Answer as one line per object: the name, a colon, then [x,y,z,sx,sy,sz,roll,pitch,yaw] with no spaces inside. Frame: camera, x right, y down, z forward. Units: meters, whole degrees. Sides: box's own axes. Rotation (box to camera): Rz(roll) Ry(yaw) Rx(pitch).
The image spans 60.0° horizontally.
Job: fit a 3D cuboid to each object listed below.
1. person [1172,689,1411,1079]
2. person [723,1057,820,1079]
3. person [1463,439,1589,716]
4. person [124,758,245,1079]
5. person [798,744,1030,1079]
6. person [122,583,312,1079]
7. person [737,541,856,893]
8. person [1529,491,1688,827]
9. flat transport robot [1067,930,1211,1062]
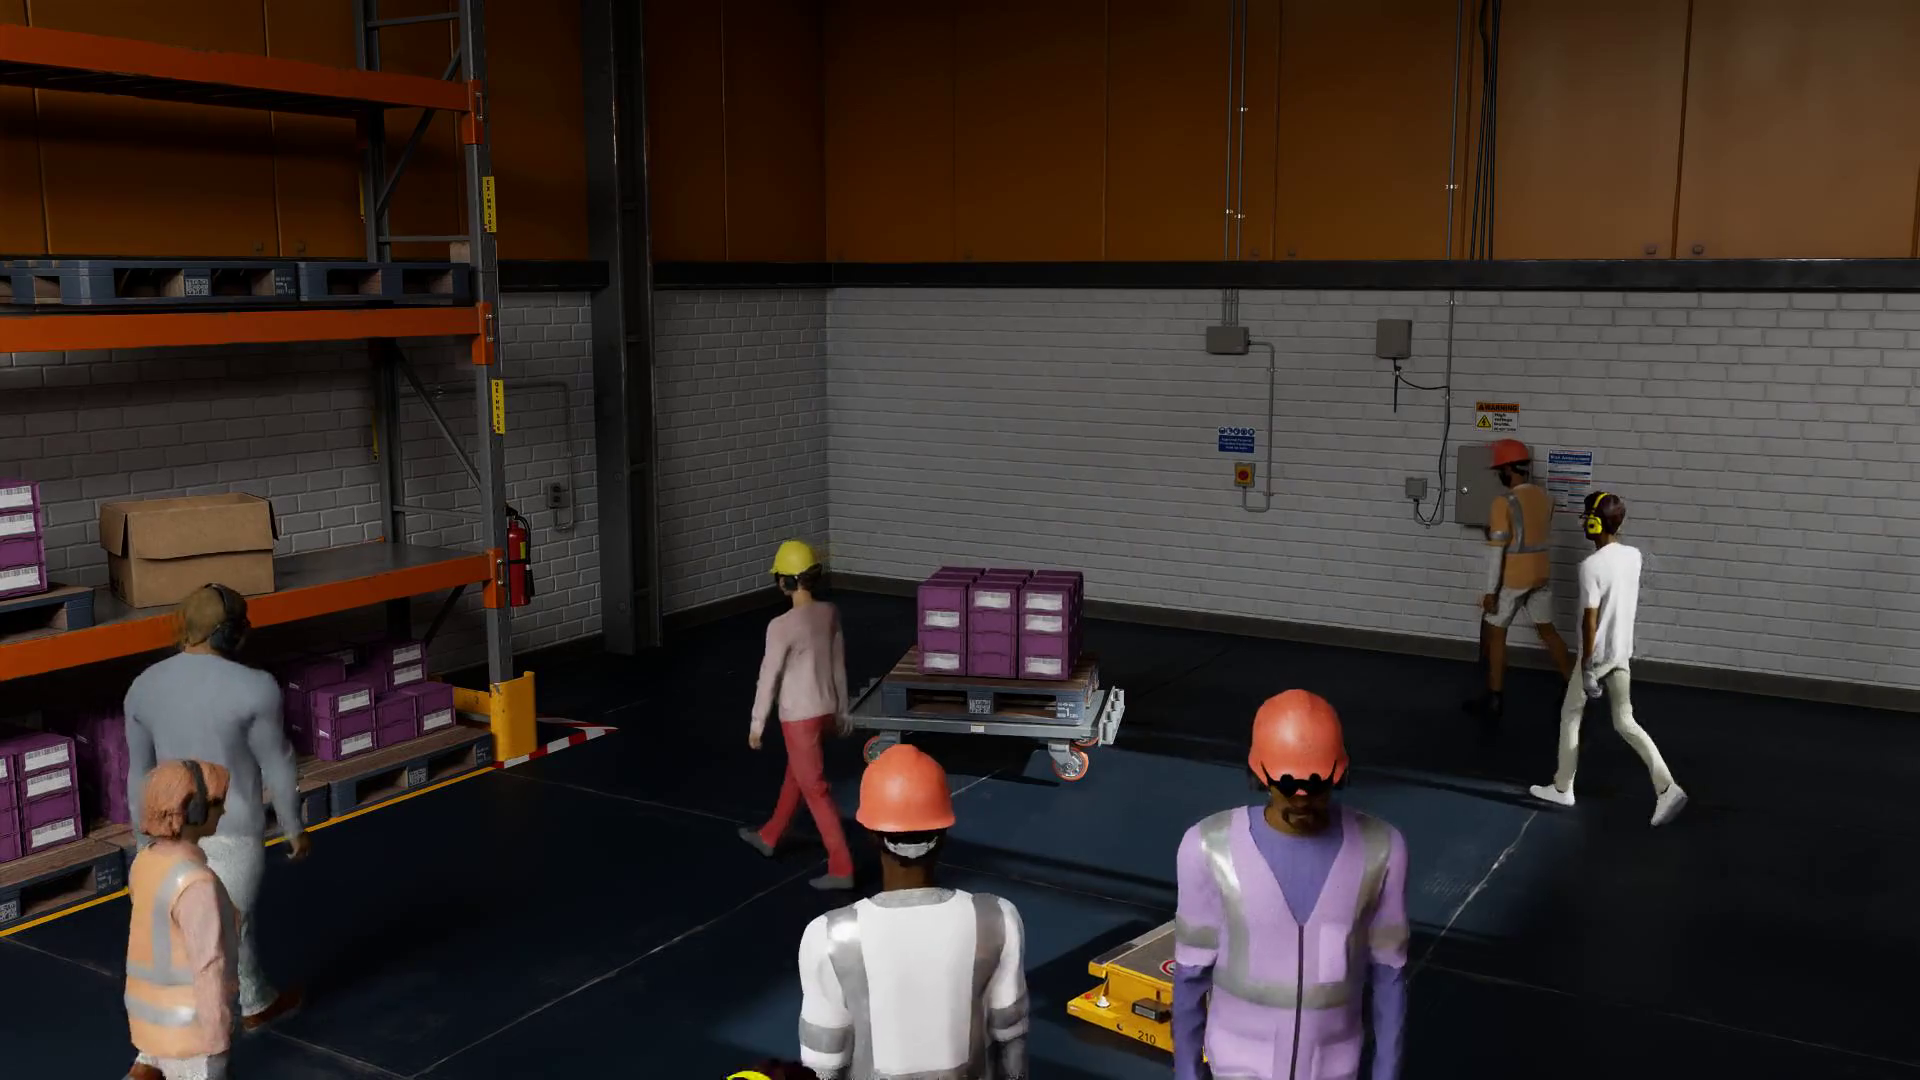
person: [0.862,1.330,4.452,0.617,2.008,0.818,0,9,1]
person: [-0.391,1.715,2.634,0.996,1.822,0.524,-8,12,-42]
person: [3.903,0.270,11.404,0.783,1.899,0.577,-5,10,-27]
person: [-2.312,1.454,4.849,0.520,1.616,0.544,-7,12,-38]
person: [-0.110,1.447,4.039,0.578,1.935,0.585,-2,9,-11]
person: [-2.847,1.105,6.238,0.617,1.896,1.028,3,9,16]
person: [-0.838,0.858,8.274,0.879,1.718,0.535,5,10,29]
person: [3.619,0.650,9.209,0.517,1.843,0.892,-5,10,-27]
flat transport robot: [1.147,1.781,7.013,0.652,0.197,1.431,8,12,41]
